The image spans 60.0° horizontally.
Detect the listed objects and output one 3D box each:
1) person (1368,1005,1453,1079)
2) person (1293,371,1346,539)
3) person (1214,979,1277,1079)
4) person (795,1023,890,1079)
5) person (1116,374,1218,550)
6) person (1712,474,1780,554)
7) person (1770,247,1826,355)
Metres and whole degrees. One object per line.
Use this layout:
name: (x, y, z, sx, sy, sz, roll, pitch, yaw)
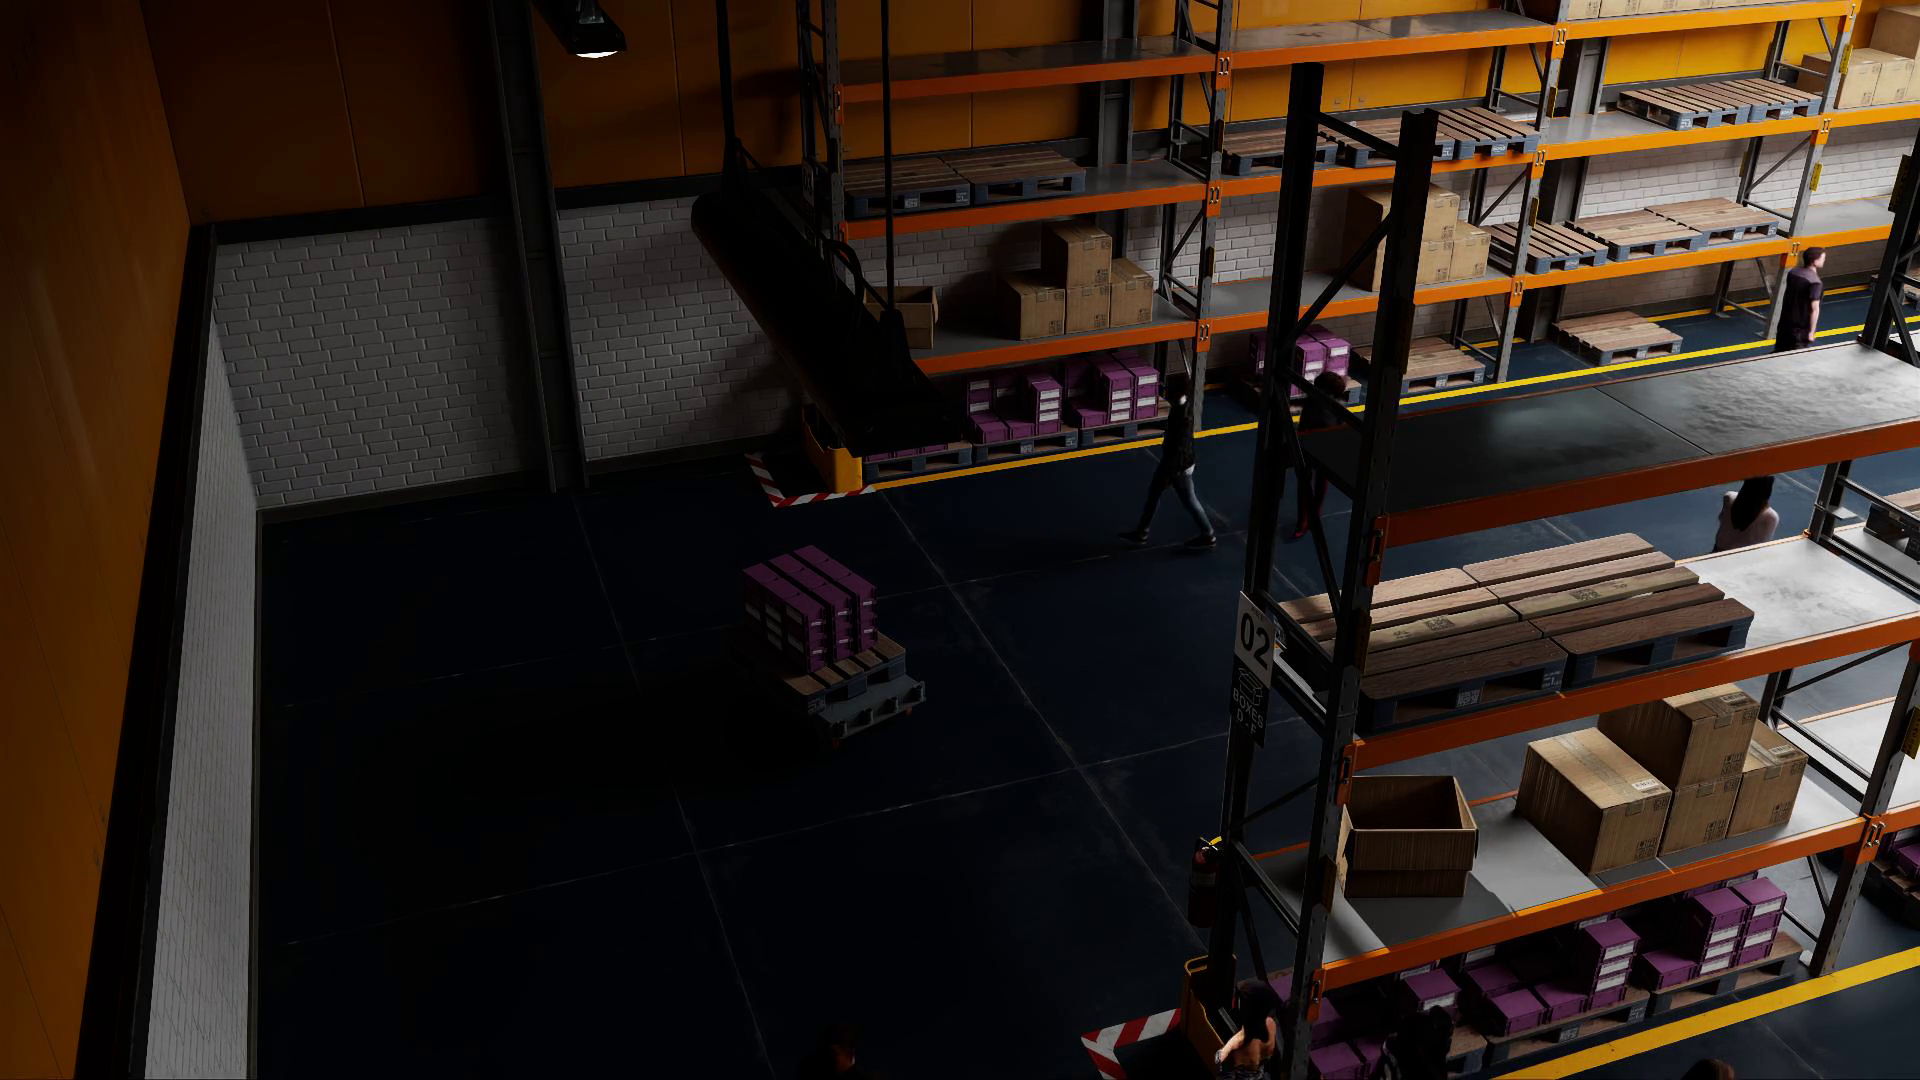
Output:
person: (2.377, 3.099, 8.700, 1.212, 1.690, 0.722, -6, 29, -11)
person: (3.454, -0.873, 15.985, 0.850, 1.687, 0.902, 12, 31, 21)
person: (1.560, 3.093, 8.628, 1.018, 1.768, 1.137, 24, 36, 36)
person: (-0.539, 3.131, 8.460, 1.221, 1.862, 1.364, 17, 33, 28)
person: (2.128, -0.681, 15.542, 1.289, 1.773, 0.982, 1, 29, 1)
person: (6.527, 0.177, 14.101, 1.069, 1.646, 0.856, -20, 34, -32)
person: (9.354, -2.401, 18.620, 0.666, 1.845, 0.774, -4, 29, -7)
